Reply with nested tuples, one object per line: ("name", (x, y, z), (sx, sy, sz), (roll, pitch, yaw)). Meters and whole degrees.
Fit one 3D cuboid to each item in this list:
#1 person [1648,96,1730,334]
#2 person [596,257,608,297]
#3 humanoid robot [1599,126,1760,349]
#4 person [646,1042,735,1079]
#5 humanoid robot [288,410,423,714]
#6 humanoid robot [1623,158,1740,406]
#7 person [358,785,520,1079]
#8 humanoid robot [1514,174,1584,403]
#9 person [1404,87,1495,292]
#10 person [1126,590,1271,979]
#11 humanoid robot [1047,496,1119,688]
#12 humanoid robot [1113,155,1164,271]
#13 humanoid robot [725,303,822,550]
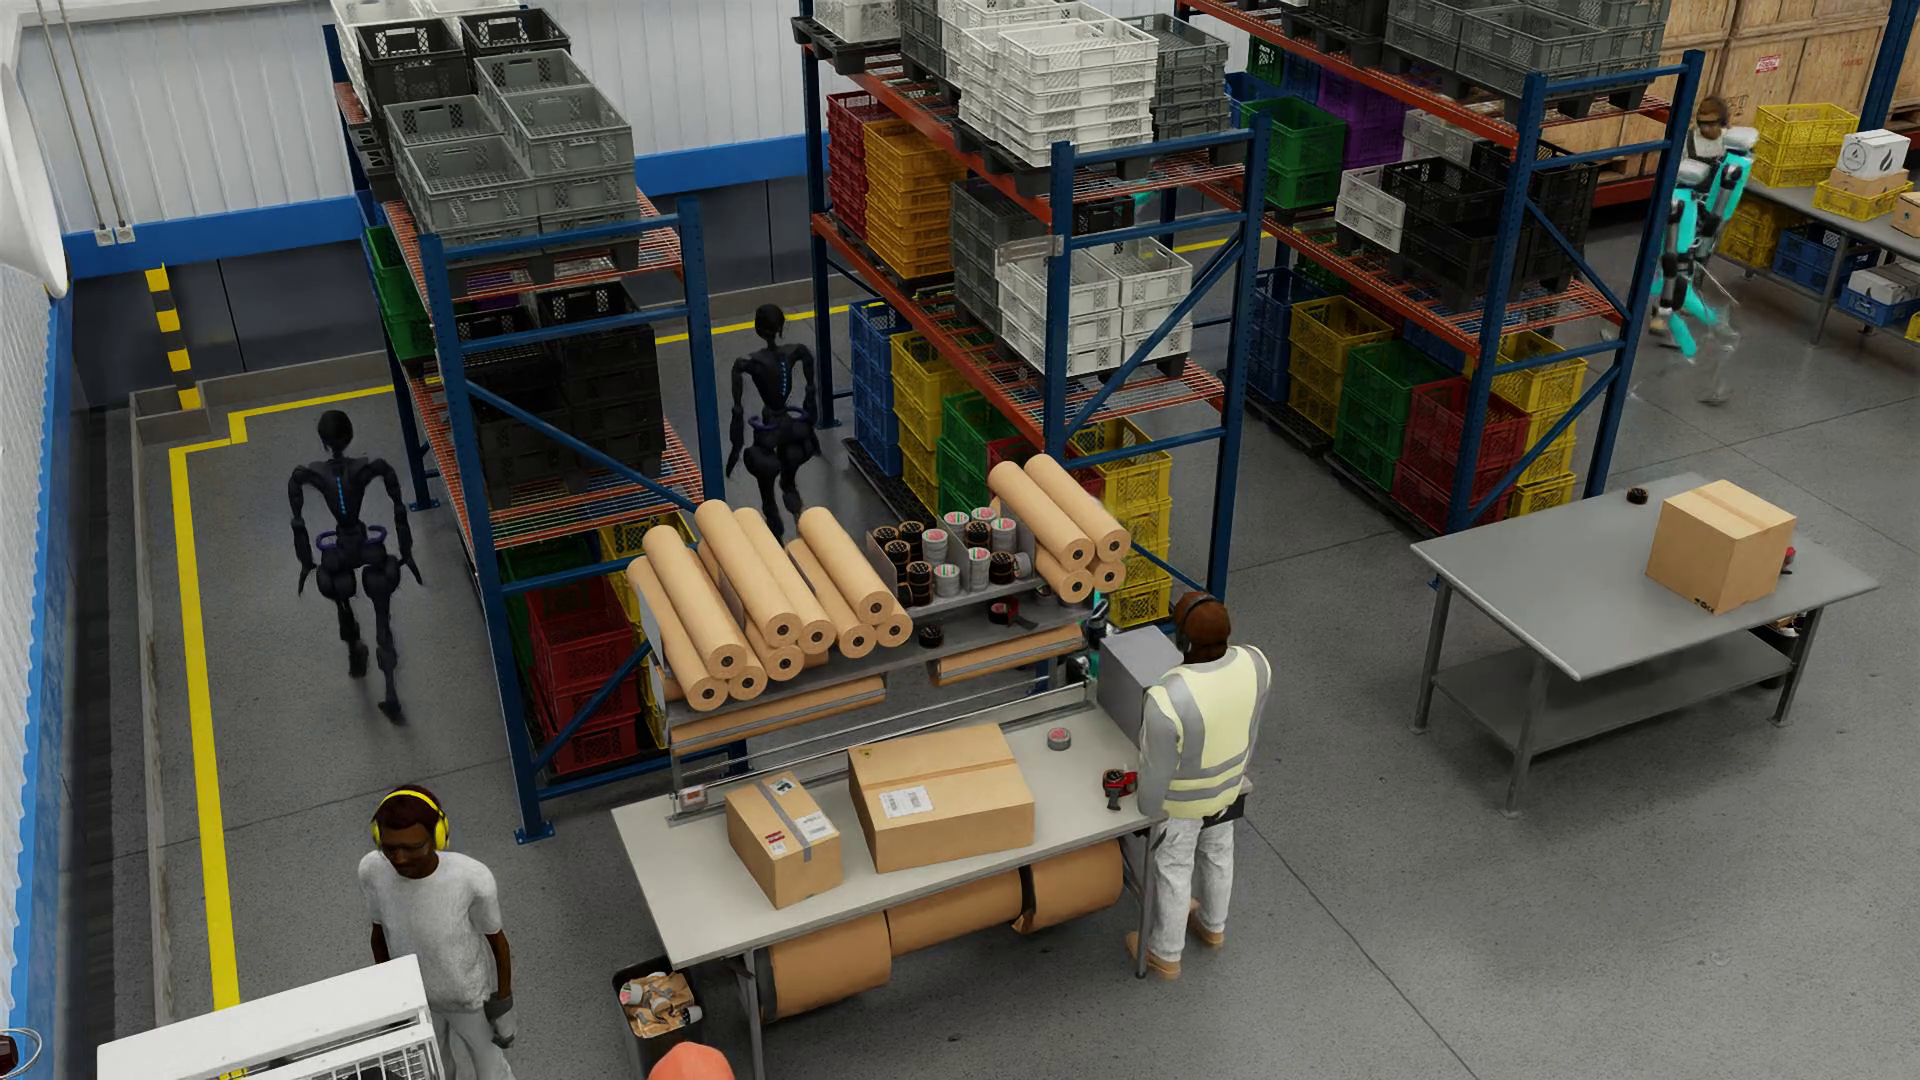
("person", (5.512, -2.463, 12.508), (0.531, 1.803, 0.696), (0, 32, 0))
("person", (-2.769, -2.070, 11.840), (0.384, 1.836, 0.566), (21, 37, 30))
("humanoid robot", (5.198, -2.164, 12.157), (0.882, 1.846, 0.562), (22, 38, 31))
("person", (-0.684, 2.191, 4.722), (0.608, 2.042, 0.394), (-19, 36, -28))
("humanoid robot", (-3.093, 0.108, 8.499), (0.611, 1.624, 0.713), (-9, 33, -14))
("humanoid robot", (5.104, -1.669, 11.324), (0.869, 1.781, 0.531), (17, 36, 26))
("person", (-1.800, 1.615, 5.816), (0.509, 1.876, 0.329), (4, 32, 6))
("humanoid robot", (4.127, -1.804, 11.599), (0.592, 1.640, 0.559), (-17, 35, -25))
("person", (3.833, -2.843, 13.012), (0.548, 1.922, 0.399), (10, 33, 16))
("person", (0.941, 1.008, 6.836), (0.632, 1.839, 0.429), (-22, 38, -31))
("humanoid robot", (0.694, 0.631, 7.553), (0.851, 1.765, 0.541), (17, 36, 26))
("humanoid robot", (1.454, -2.934, 13.370), (0.761, 1.801, 0.572), (7, 32, 10))
("humanoid robot", (-1.073, -0.578, 9.569), (0.609, 1.648, 0.330), (-21, 37, -30))
